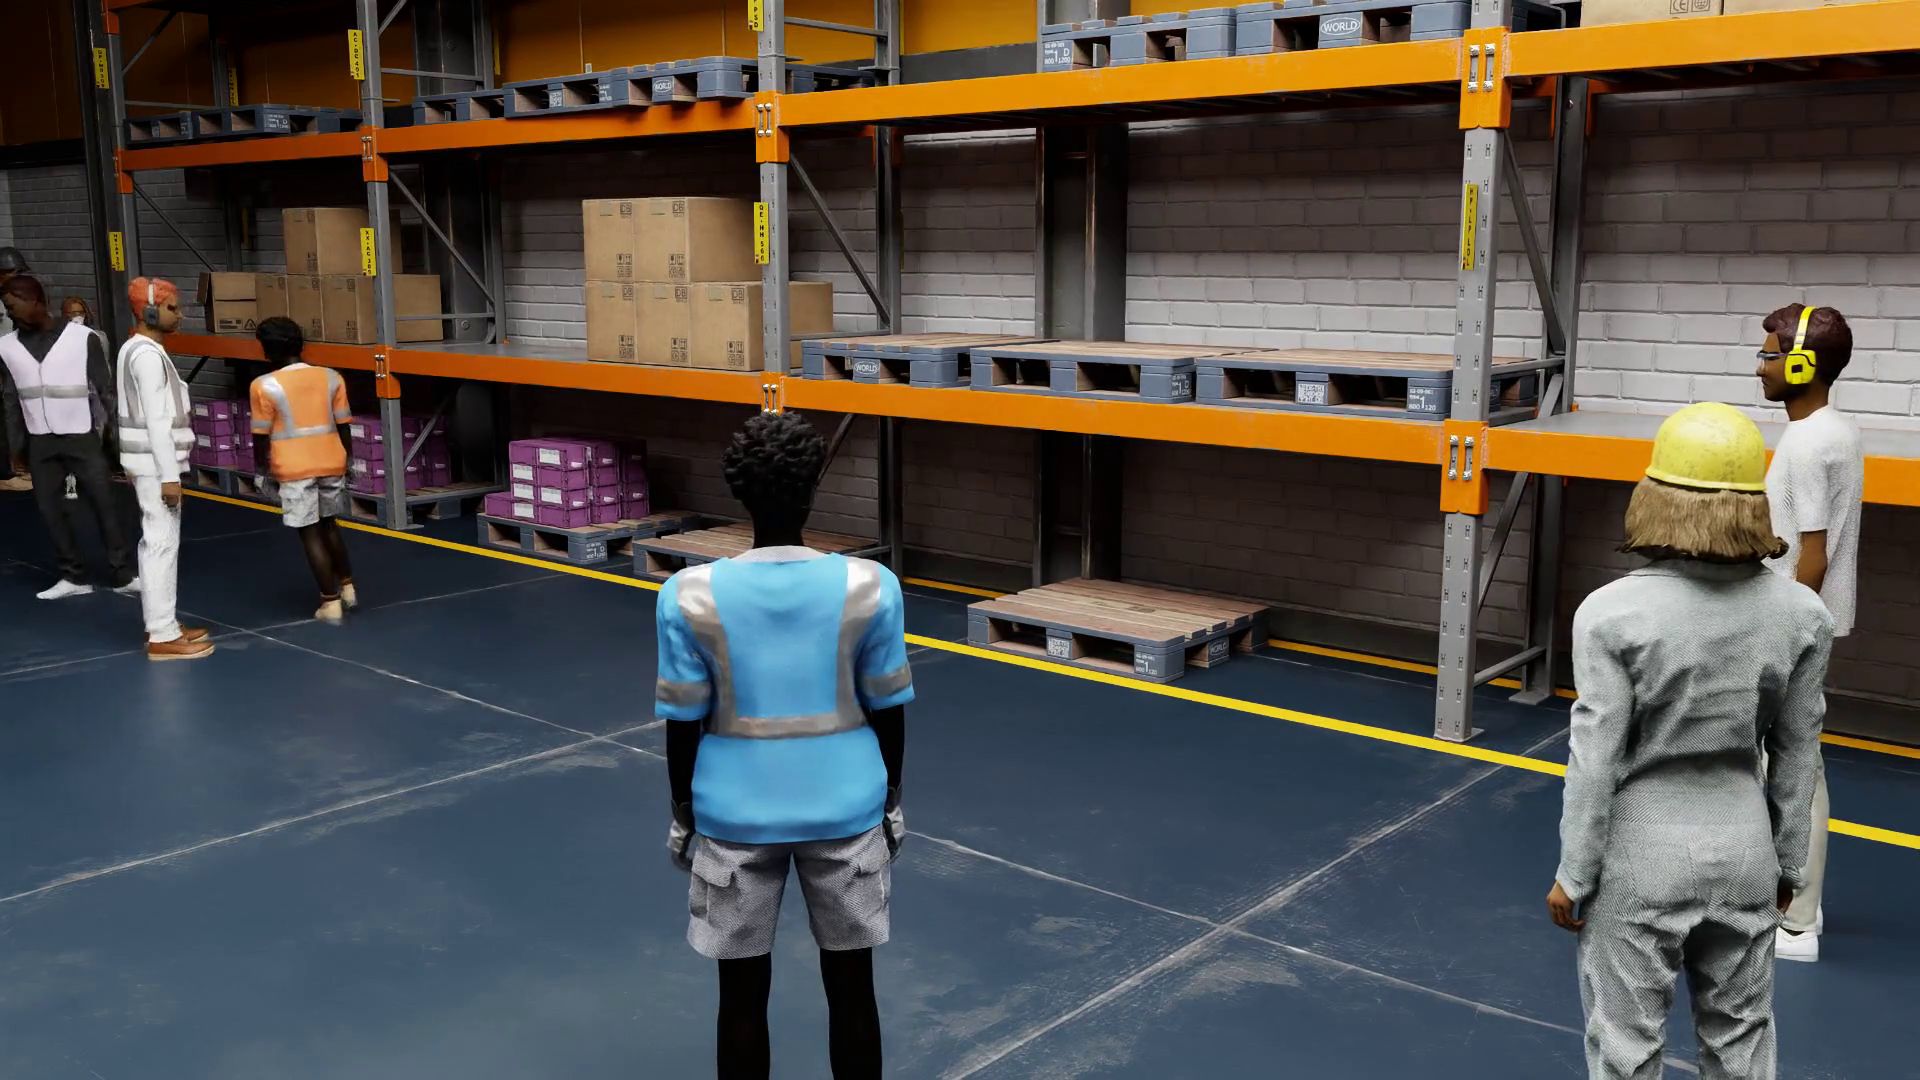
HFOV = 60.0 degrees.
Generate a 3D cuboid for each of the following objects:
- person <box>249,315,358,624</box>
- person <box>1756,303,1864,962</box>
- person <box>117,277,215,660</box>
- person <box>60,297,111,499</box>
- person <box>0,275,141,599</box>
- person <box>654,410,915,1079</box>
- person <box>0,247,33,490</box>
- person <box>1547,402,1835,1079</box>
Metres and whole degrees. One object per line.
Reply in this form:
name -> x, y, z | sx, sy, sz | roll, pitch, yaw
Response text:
person -> -3.551, -0.374, 8.987 | 0.535, 1.664, 0.562 | 8, 13, 38
person -> 2.371, 0.268, 4.746 | 0.309, 1.868, 0.534 | 6, 12, 33
person -> -3.967, -0.353, 8.239 | 0.337, 1.883, 0.582 | -6, 12, -32
person -> -7.133, -1.154, 13.510 | 0.268, 1.632, 0.507 | 9, 13, 40
person -> -5.074, -0.583, 9.609 | 0.804, 1.872, 0.370 | -1, 10, -4
person -> -0.360, 0.579, 3.476 | 0.531, 1.692, 0.320 | -1, 10, -8
person -> -7.923, -1.448, 14.025 | 0.538, 2.000, 0.690 | 0, 10, -2
person -> 1.353, 0.611, 3.149 | 0.493, 1.743, 0.297 | -1, 10, -5
